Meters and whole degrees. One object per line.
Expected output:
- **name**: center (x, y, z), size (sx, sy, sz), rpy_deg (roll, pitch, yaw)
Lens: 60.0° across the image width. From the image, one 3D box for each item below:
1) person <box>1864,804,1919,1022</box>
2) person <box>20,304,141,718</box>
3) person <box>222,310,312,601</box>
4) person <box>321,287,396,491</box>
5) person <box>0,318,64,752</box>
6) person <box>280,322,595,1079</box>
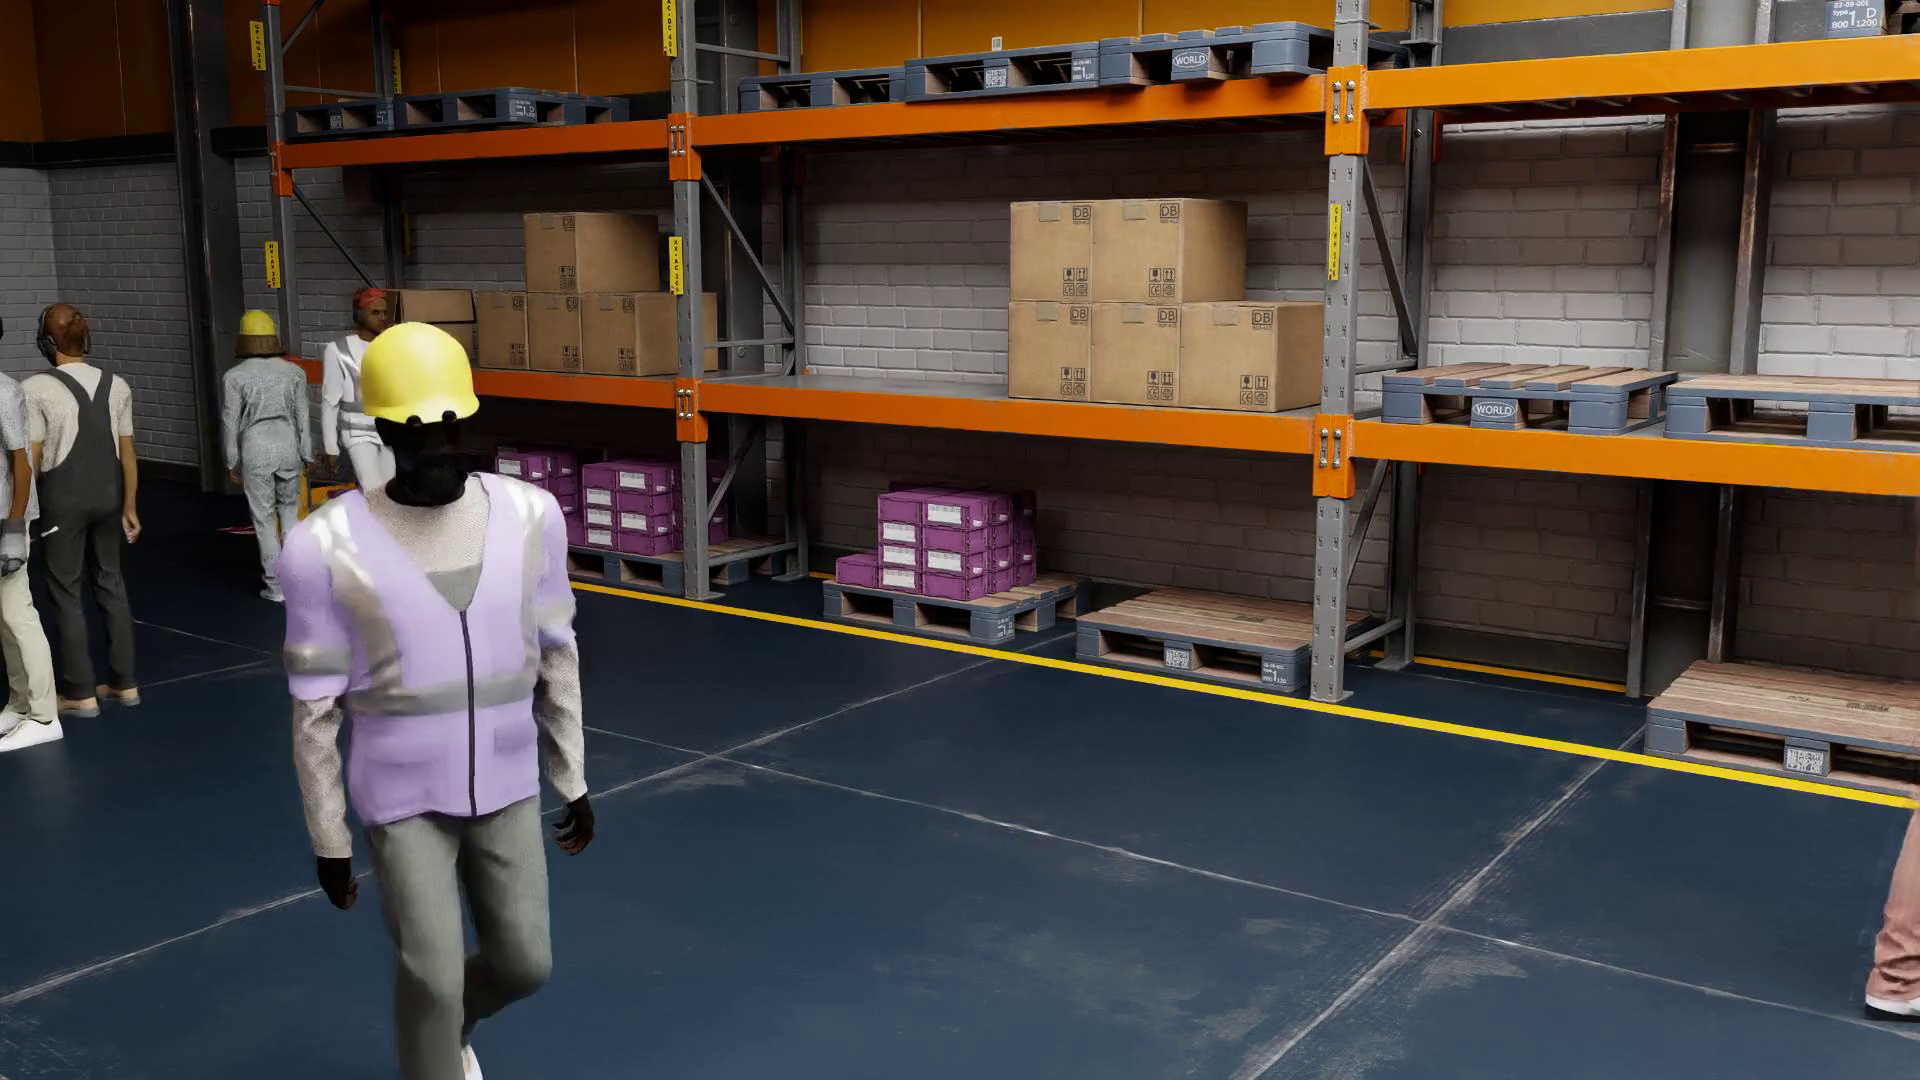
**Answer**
- **person**: center (2.864, 0.394, 4.215), size (0.960, 1.855, 0.673), rpy_deg (2, 10, 9)
- **person**: center (-3.904, -0.125, 7.409), size (0.372, 1.829, 0.525), rpy_deg (5, 11, 28)
- **person**: center (-4.124, -0.497, 9.889), size (0.505, 1.730, 0.353), rpy_deg (-9, 13, -43)
- **person**: center (-3.474, -0.580, 10.004), size (0.675, 1.859, 0.597), rpy_deg (7, 12, 35)
- **person**: center (-4.003, -0.060, 6.907), size (0.310, 1.868, 0.532), rpy_deg (-9, 13, -43)
- **person**: center (-1.100, 0.495, 3.498), size (0.600, 1.905, 0.644), rpy_deg (-7, 12, -38)
